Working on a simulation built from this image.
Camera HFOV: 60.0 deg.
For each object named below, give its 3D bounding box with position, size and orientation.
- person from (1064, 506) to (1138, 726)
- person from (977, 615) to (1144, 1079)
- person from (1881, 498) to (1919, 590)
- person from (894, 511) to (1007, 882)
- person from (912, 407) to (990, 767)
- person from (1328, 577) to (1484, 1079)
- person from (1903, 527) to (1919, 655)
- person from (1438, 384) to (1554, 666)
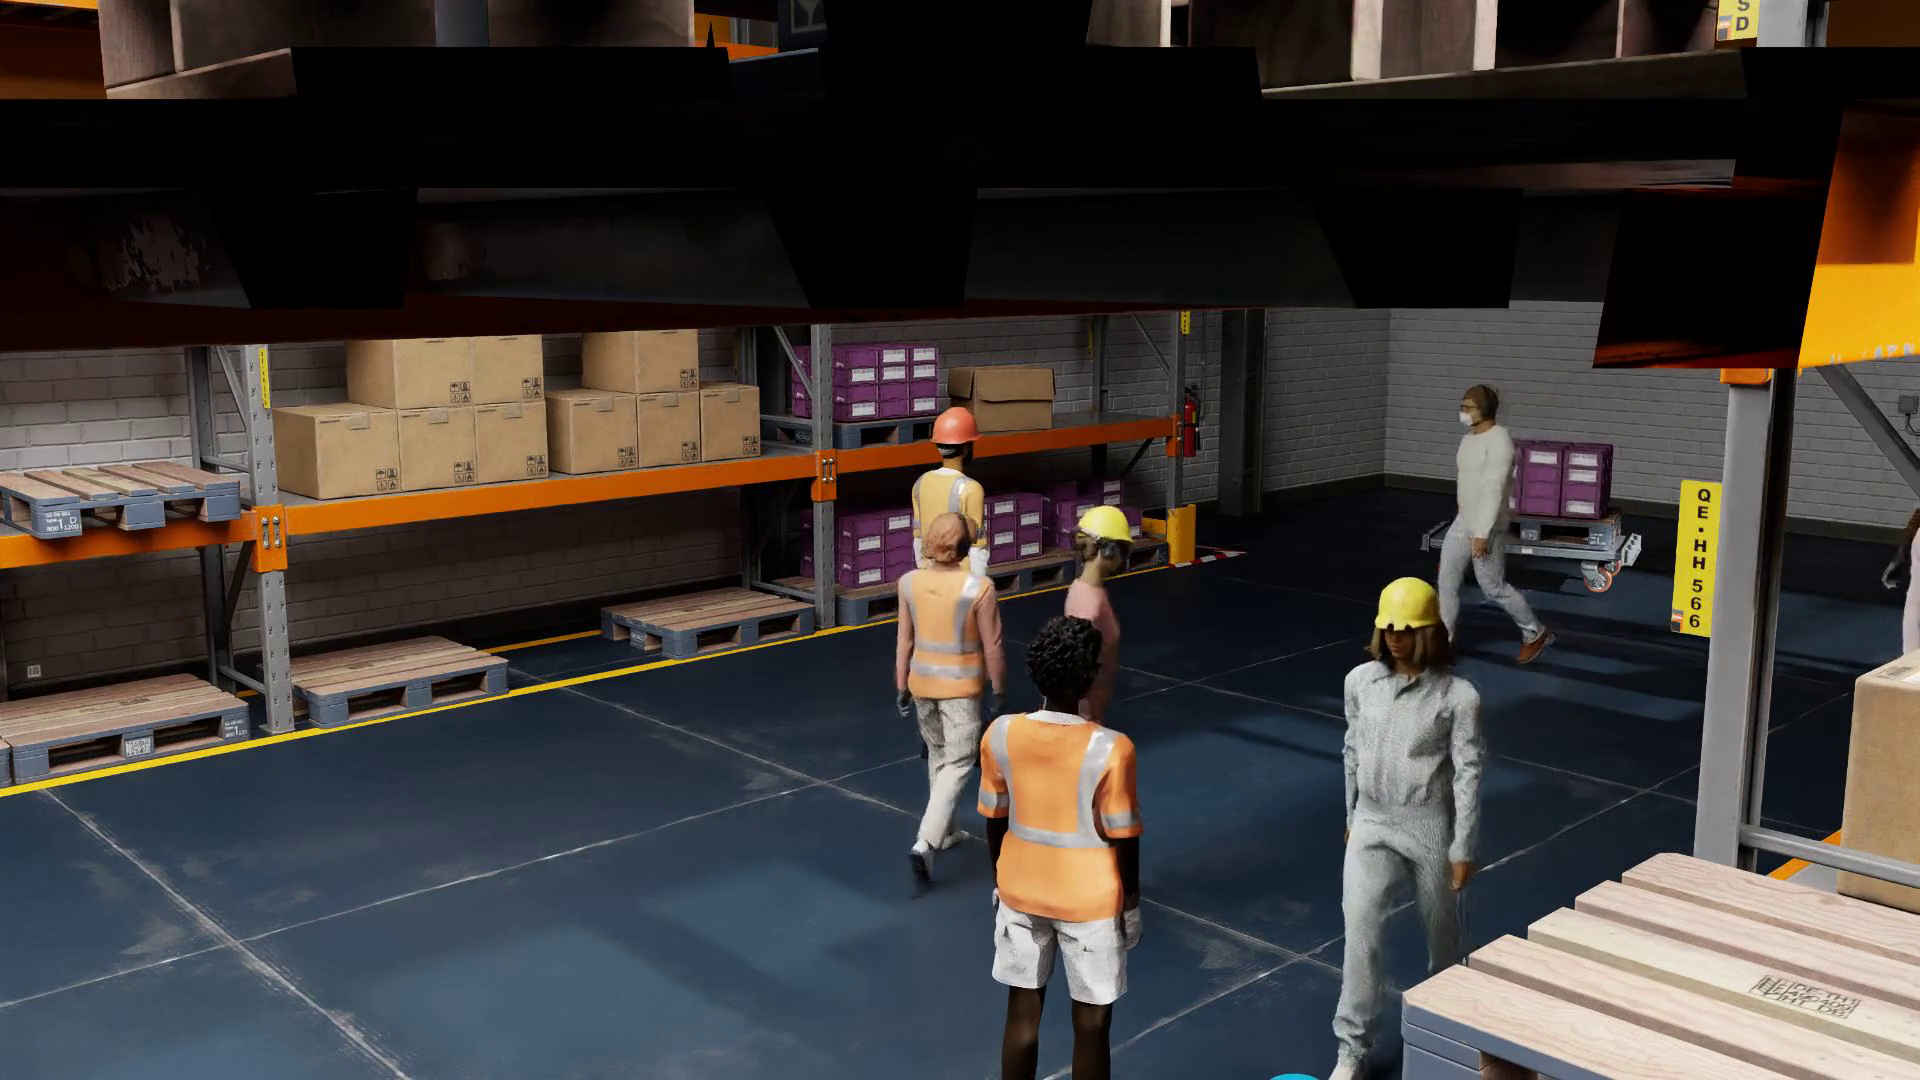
[{"bbox_3d":[0.493,0.728,6.819,0.464,1.728,0.640,1,10,6],"label":"person"},{"bbox_3d":[0.305,1.061,4.932,0.531,1.697,0.320,6,11,31],"label":"person"},{"bbox_3d":[5.801,0.174,9.798,0.993,1.815,0.537,-3,10,-16],"label":"person"},{"bbox_3d":[-0.093,0.686,7.387,0.521,1.618,0.711,6,11,32],"label":"person"},{"bbox_3d":[-0.020,0.256,8.931,0.347,1.942,0.548,-8,13,-39],"label":"person"},{"bbox_3d":[1.517,0.948,5.591,0.500,1.702,0.887,7,12,35],"label":"person"},{"bbox_3d":[4.586,0.537,7.445,0.651,1.890,0.482,9,13,44],"label":"person"},{"bbox_3d":[3.504,-0.082,11.038,0.917,1.908,0.631,-2,10,-10],"label":"person"}]
